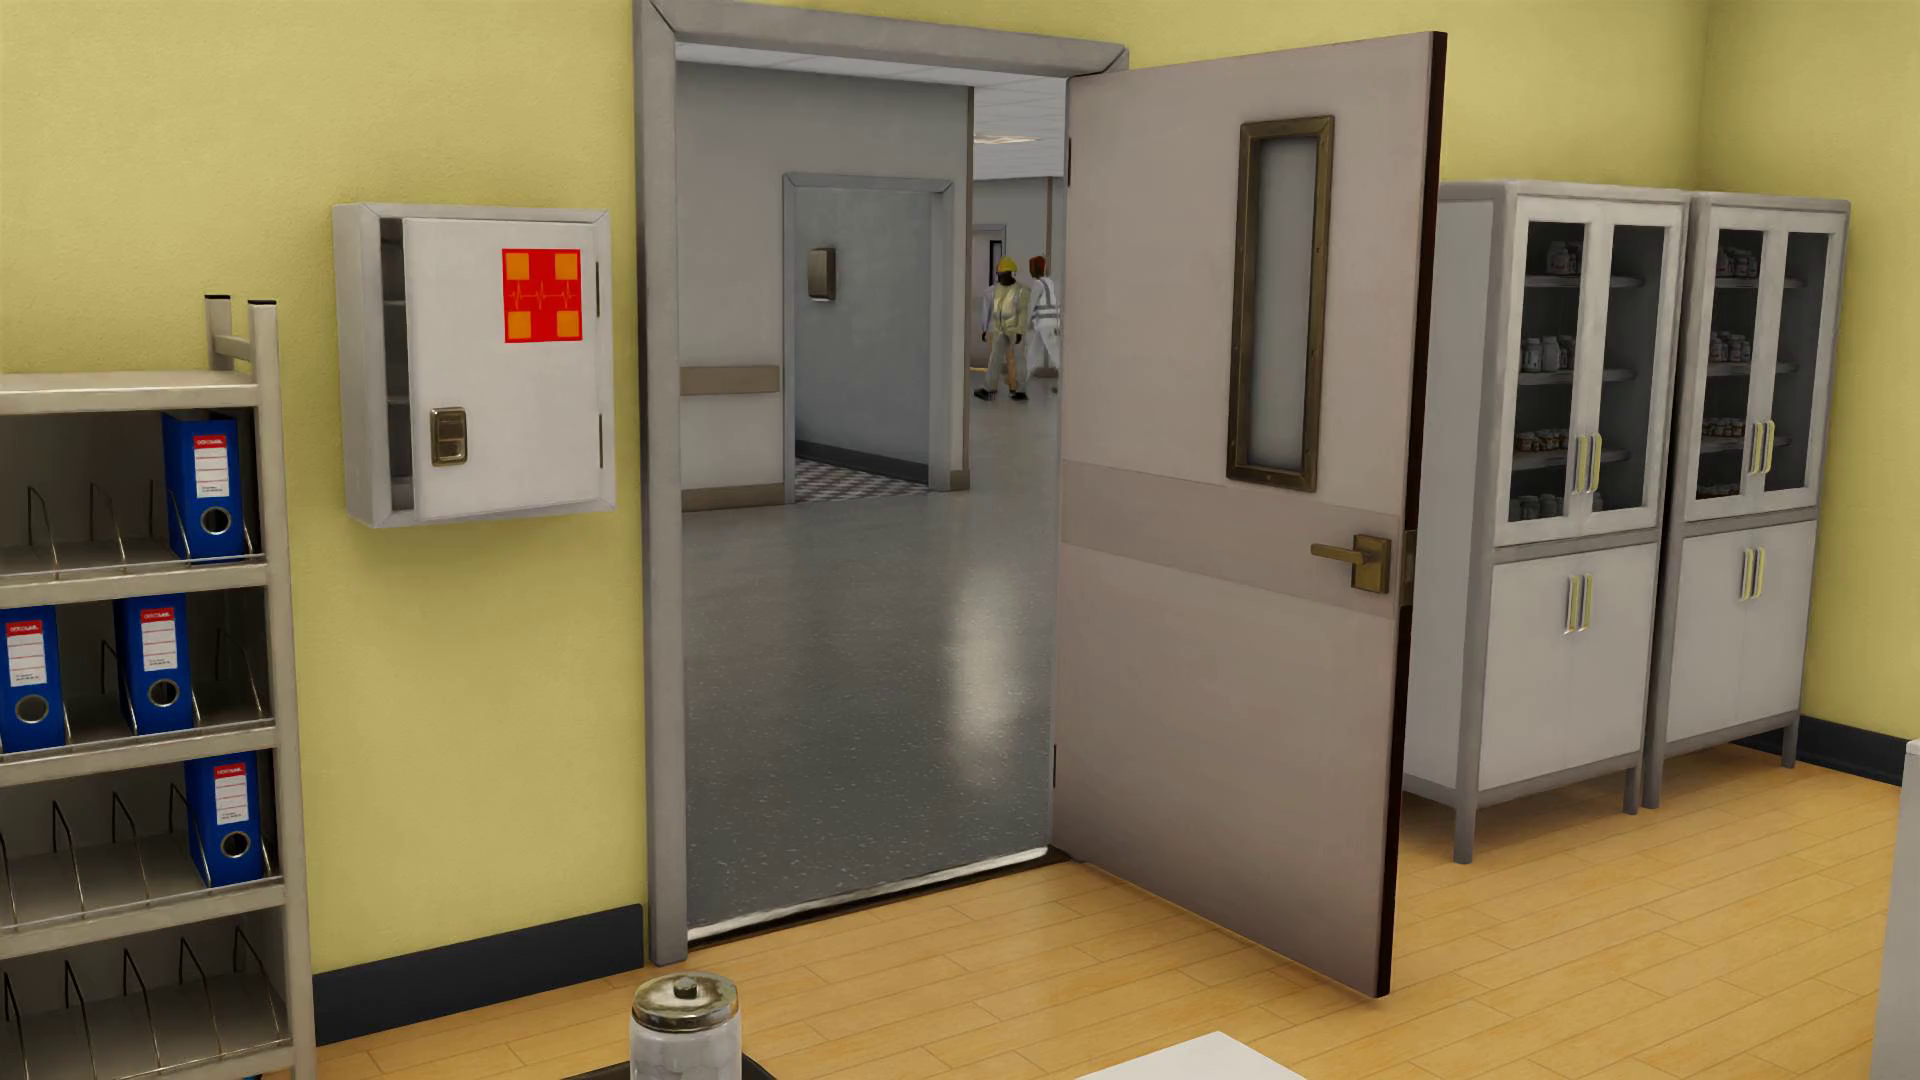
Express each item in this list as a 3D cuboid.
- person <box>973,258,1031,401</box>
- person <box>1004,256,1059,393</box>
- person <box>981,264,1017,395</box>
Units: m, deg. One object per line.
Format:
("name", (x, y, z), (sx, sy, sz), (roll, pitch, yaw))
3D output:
("person", (0.566, -2.615, 20.797), (0.596, 1.788, 0.897), (8, 12, 35))
("person", (1.091, -2.886, 22.366), (1.015, 1.832, 0.598), (4, 10, 17))
("person", (0.554, -2.782, 21.890), (0.573, 1.749, 0.342), (-1, 10, -9))
